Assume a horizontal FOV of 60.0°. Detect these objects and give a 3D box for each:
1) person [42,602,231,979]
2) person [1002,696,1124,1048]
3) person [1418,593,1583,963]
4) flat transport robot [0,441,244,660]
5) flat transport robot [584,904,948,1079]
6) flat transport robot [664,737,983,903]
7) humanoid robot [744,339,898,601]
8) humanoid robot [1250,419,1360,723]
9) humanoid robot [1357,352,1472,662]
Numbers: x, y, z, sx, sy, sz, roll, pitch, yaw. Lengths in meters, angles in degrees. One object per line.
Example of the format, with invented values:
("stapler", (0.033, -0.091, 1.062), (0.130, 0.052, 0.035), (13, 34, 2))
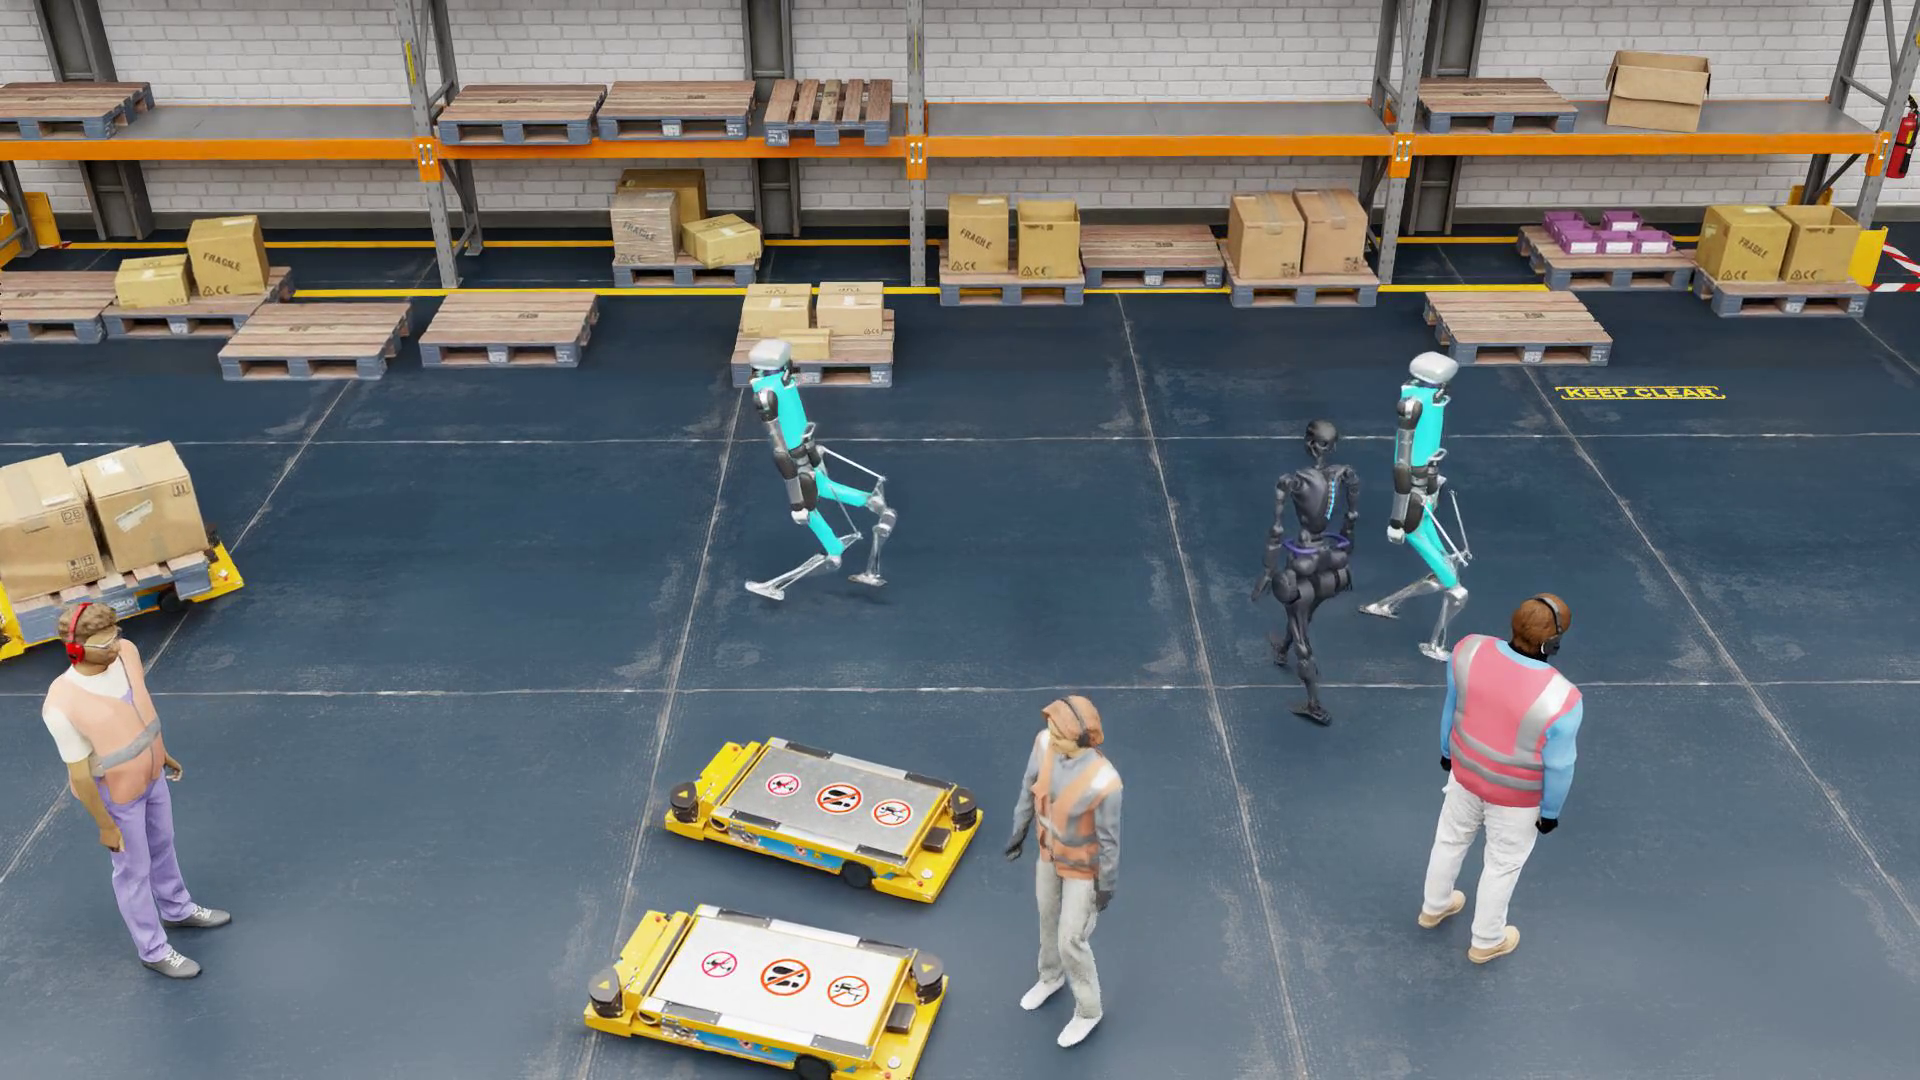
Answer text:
("person", (-3.566, 1.056, 7.126), (0.390, 1.840, 0.562), (2, 31, 3))
("person", (0.435, 1.334, 6.867), (0.413, 1.629, 0.529), (-18, 35, -27))
("person", (2.344, 1.021, 7.200), (0.431, 1.836, 0.629), (-23, 38, -33))
("flat transport robot", (-5.112, 0.289, 9.930), (1.431, 0.231, 0.659), (-19, 36, -29))
("flat transport robot", (-0.826, 1.951, 7.164), (1.431, 0.231, 0.659), (8, 32, 14))
("flat transport robot", (-0.668, 1.341, 8.179), (1.431, 0.231, 0.659), (12, 33, 19))
("humanoid robot", (-0.743, -0.324, 9.563), (1.099, 1.701, 0.539), (3, 31, 5))
("humanoid robot", (1.832, 0.128, 8.867), (0.613, 1.618, 0.776), (-13, 33, -21))
("humanoid robot", (2.707, -0.143, 9.263), (0.872, 1.786, 0.572), (19, 36, 29))
